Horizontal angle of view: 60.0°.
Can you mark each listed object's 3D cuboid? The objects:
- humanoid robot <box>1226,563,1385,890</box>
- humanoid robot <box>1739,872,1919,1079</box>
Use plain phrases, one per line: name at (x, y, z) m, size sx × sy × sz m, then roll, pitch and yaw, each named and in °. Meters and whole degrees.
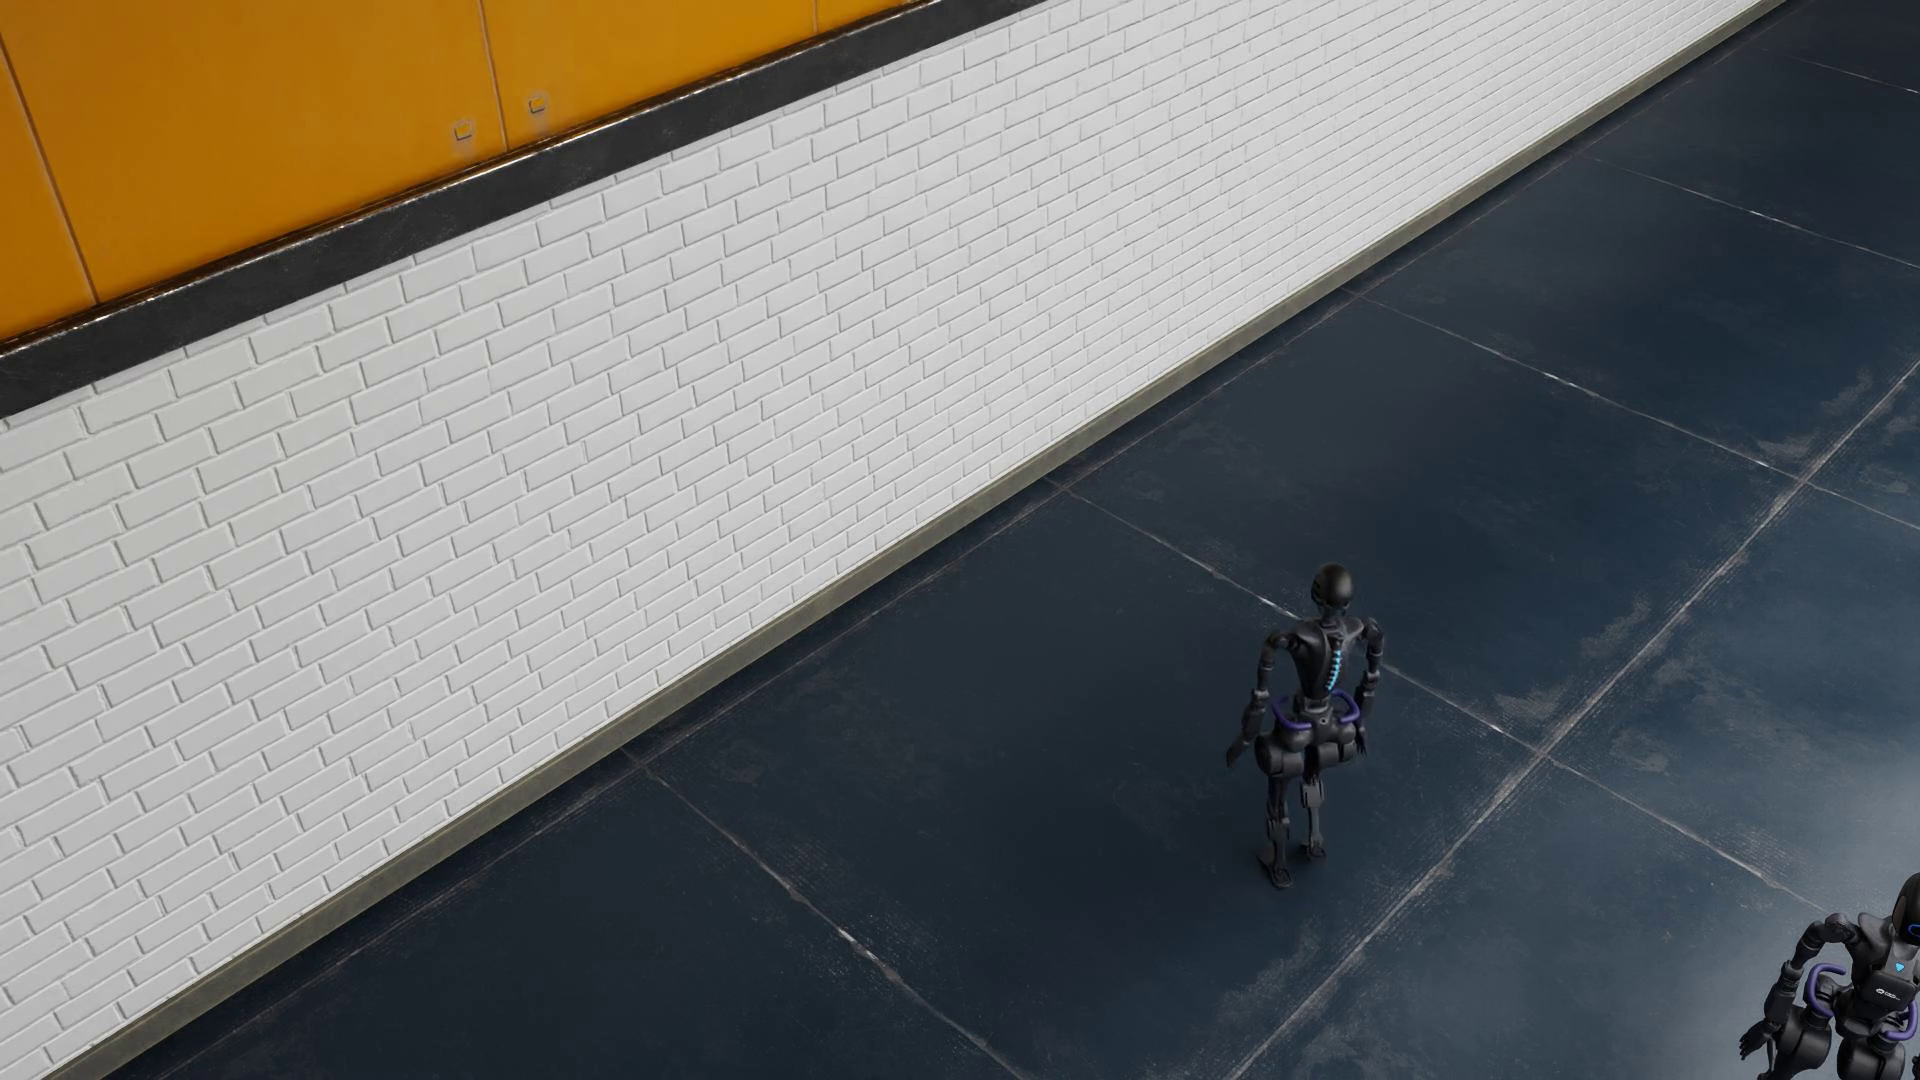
humanoid robot at (1.405, 0.775, 6.828) m, size 0.613 × 1.647 × 0.331 m, roll -9°, pitch 39°, yaw -11°
humanoid robot at (3.020, 1.701, 5.654) m, size 0.599 × 1.657 × 0.315 m, roll 17°, pitch 42°, yaw 20°
